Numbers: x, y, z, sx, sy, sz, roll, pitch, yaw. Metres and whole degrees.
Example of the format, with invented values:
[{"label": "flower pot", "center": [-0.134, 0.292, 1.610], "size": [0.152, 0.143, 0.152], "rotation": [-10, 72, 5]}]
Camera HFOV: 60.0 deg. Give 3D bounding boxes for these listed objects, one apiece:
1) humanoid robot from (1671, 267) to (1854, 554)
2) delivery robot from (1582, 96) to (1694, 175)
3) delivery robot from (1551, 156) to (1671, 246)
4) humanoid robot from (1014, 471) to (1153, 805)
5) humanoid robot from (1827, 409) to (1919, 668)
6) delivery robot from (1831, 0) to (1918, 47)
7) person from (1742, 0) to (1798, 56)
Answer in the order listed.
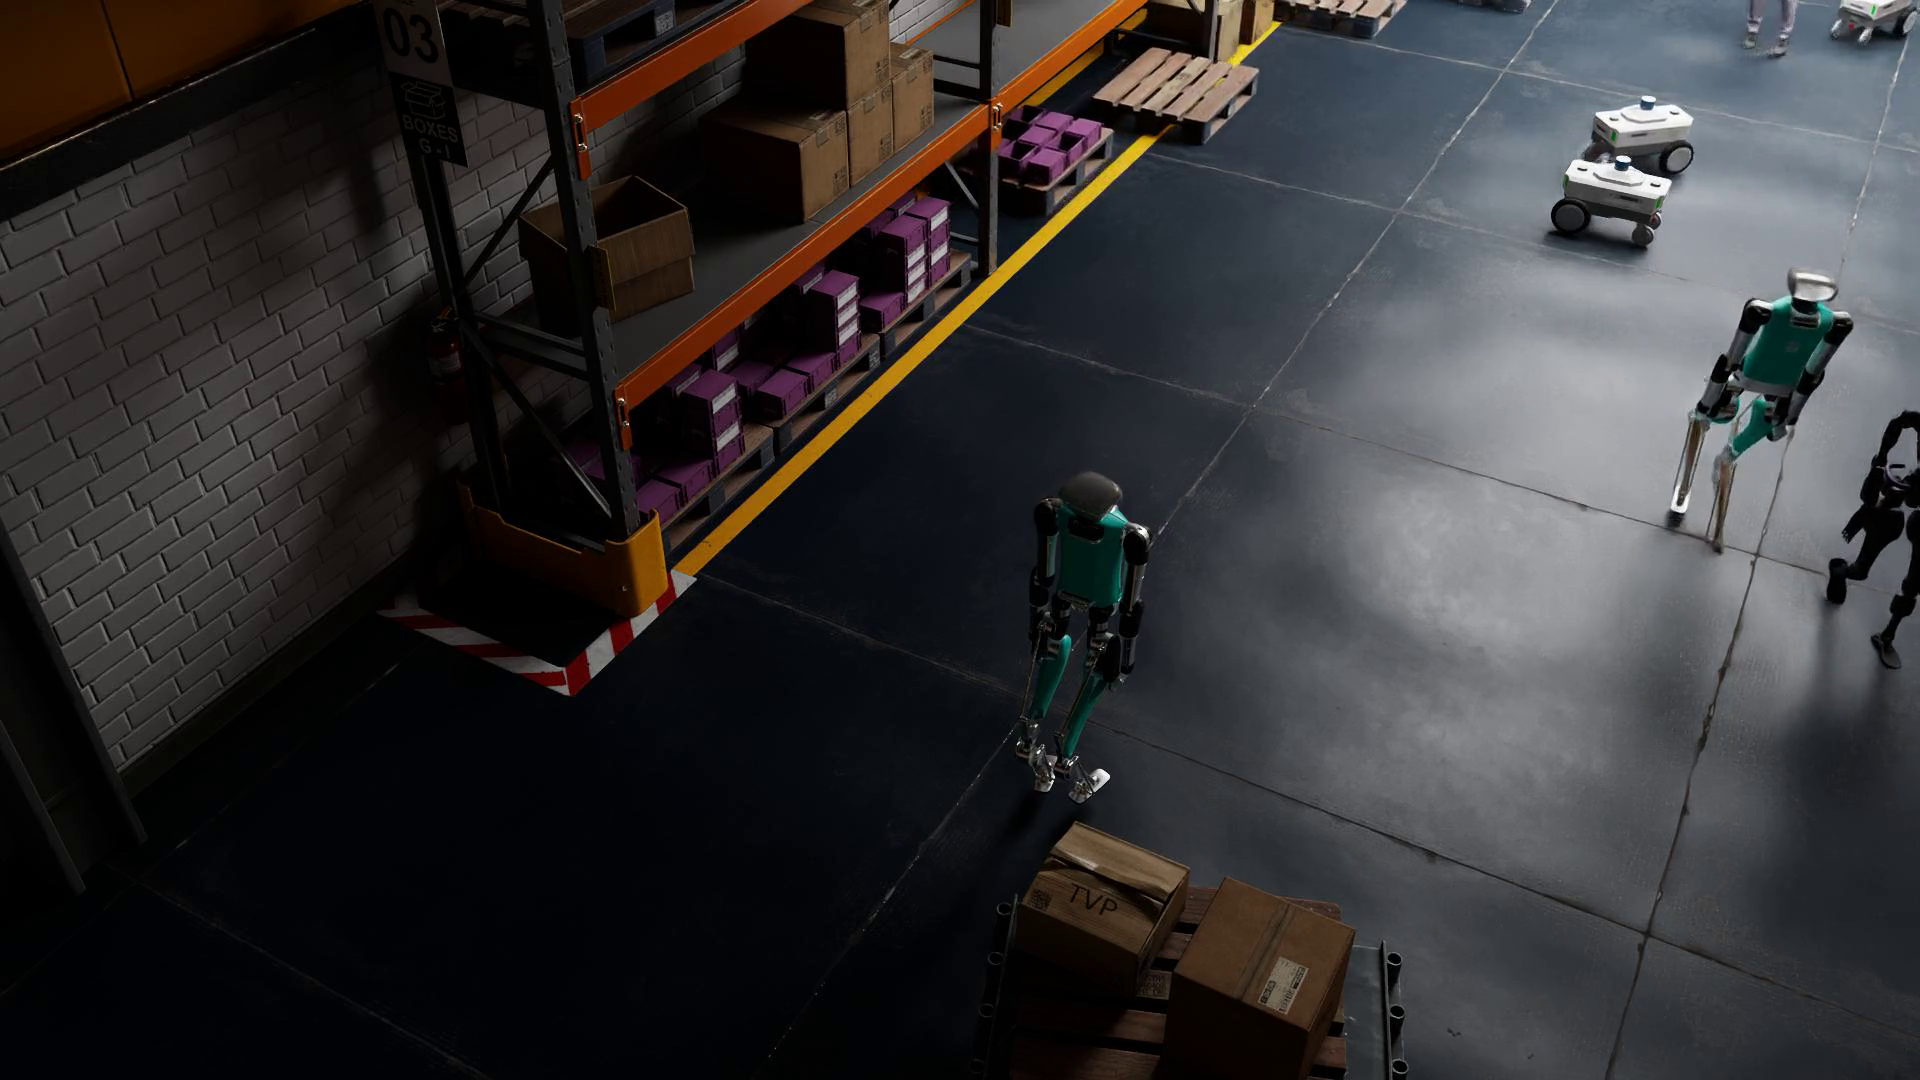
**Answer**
[{"label": "humanoid robot", "center": [4.271, -0.793, 9.055], "size": [0.570, 1.792, 0.806], "rotation": [6, 39, 7]}, {"label": "delivery robot", "center": [5.298, -3.150, 12.934], "size": [0.796, 0.601, 0.499], "rotation": [-8, 39, -10]}, {"label": "delivery robot", "center": [4.761, -2.516, 12.113], "size": [0.739, 0.566, 0.499], "rotation": [19, 42, 22]}, {"label": "humanoid robot", "center": [0.449, 0.538, 7.265], "size": [0.533, 1.677, 0.735], "rotation": [19, 42, 22]}, {"label": "humanoid robot", "center": [4.792, -0.181, 8.337], "size": [0.601, 1.639, 0.645], "rotation": [6, 39, 8]}, {"label": "delivery robot", "center": [8.270, -4.813, 15.010], "size": [0.791, 0.598, 0.499], "rotation": [-25, 45, -28]}, {"label": "person", "center": [7.202, -5.221, 14.429], "size": [0.550, 1.931, 0.418], "rotation": [23, 44, 26]}]
